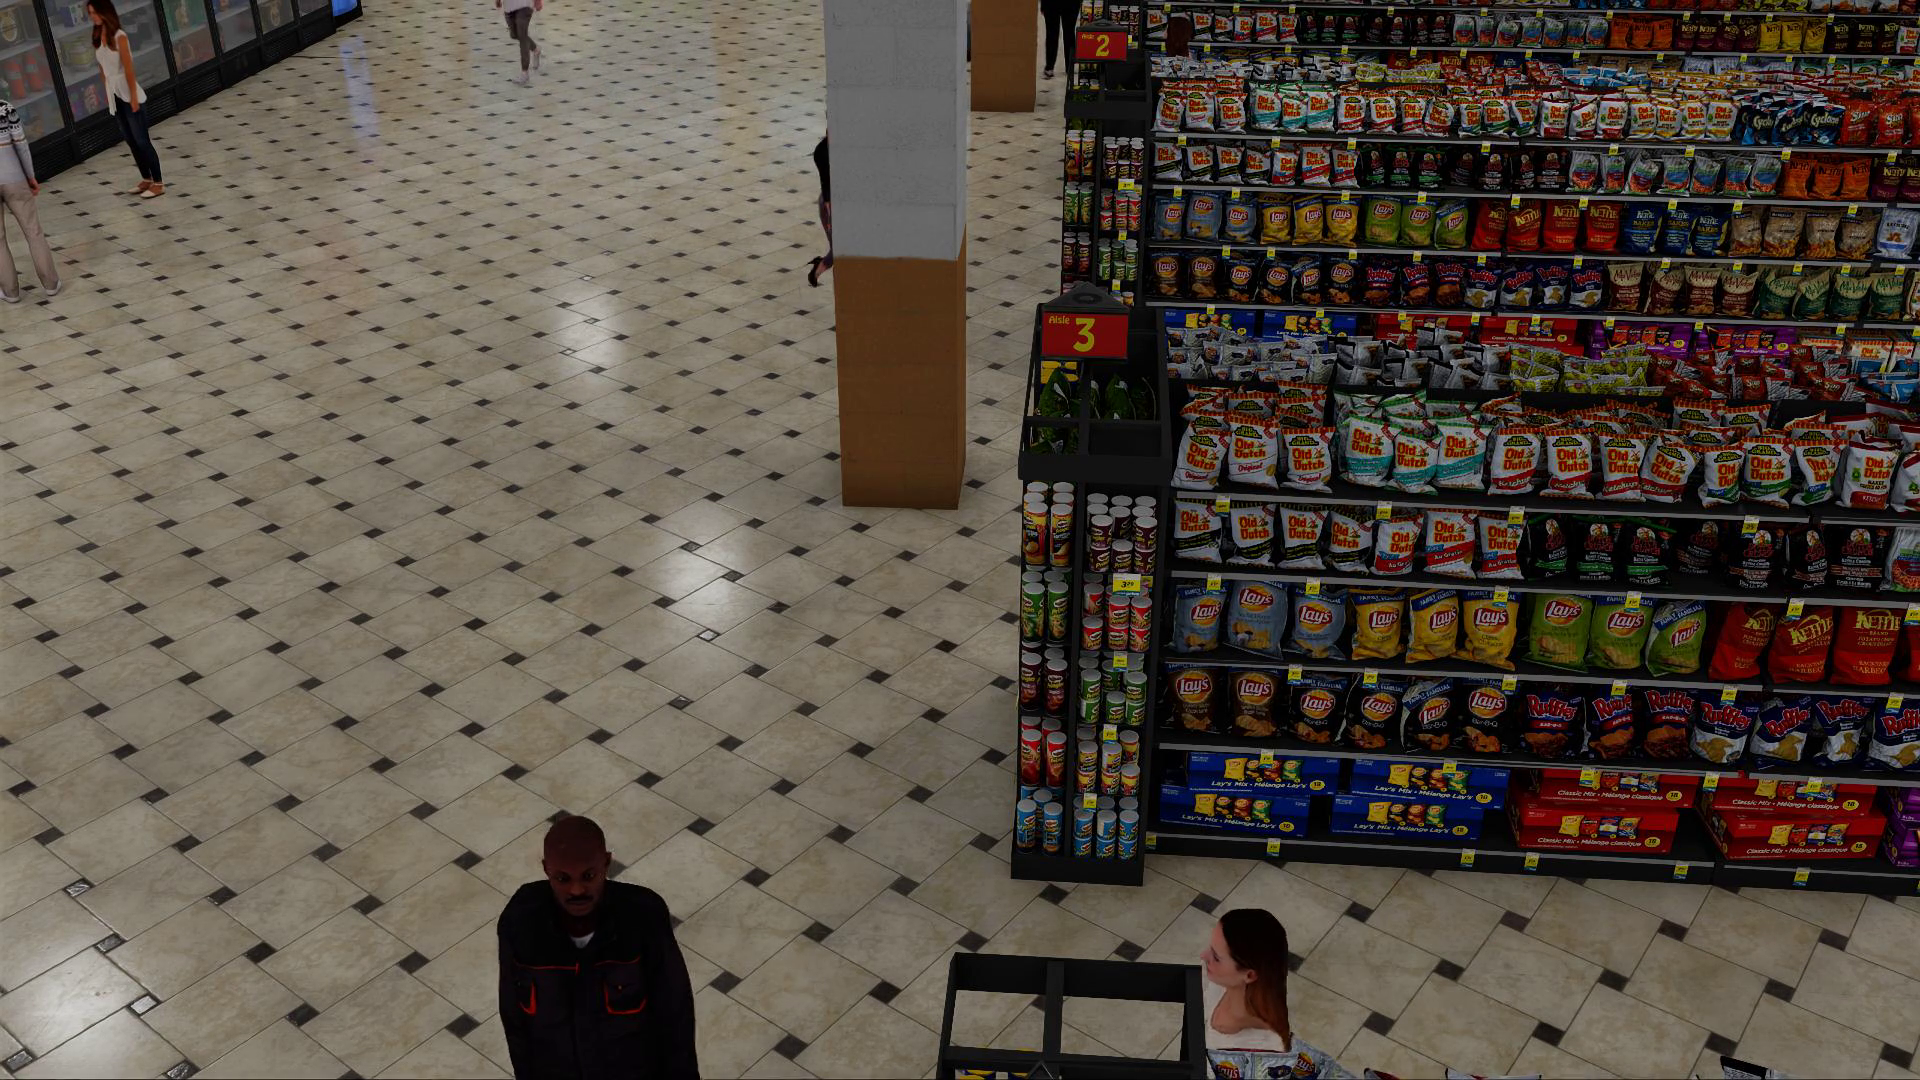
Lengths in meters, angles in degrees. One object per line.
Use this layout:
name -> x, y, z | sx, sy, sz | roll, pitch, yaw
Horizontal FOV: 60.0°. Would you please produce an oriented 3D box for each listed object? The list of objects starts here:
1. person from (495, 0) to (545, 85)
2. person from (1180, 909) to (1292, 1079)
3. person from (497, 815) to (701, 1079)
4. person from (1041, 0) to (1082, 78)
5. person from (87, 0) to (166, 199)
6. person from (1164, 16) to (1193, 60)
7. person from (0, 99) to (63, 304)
person -> -5.032, -6.210, 19.082 | 1.089, 1.819, 0.893 | 8, 30, 15
person -> 0.853, 1.733, 4.715 | 1.113, 1.644, 0.668 | 3, 29, 6
person -> -1.064, 1.504, 4.972 | 1.083, 1.799, 0.964 | -5, 29, -10
person -> 1.176, -6.210, 19.296 | 0.627, 1.614, 0.755 | -3, 29, -6
person -> -7.564, -4.024, 15.116 | 0.606, 1.782, 0.728 | 16, 32, 27
person -> 1.835, -3.562, 14.247 | 0.533, 1.803, 0.632 | 5, 29, 9
person -> -7.344, -2.742, 12.686 | 0.736, 1.860, 0.824 | -18, 34, -30
